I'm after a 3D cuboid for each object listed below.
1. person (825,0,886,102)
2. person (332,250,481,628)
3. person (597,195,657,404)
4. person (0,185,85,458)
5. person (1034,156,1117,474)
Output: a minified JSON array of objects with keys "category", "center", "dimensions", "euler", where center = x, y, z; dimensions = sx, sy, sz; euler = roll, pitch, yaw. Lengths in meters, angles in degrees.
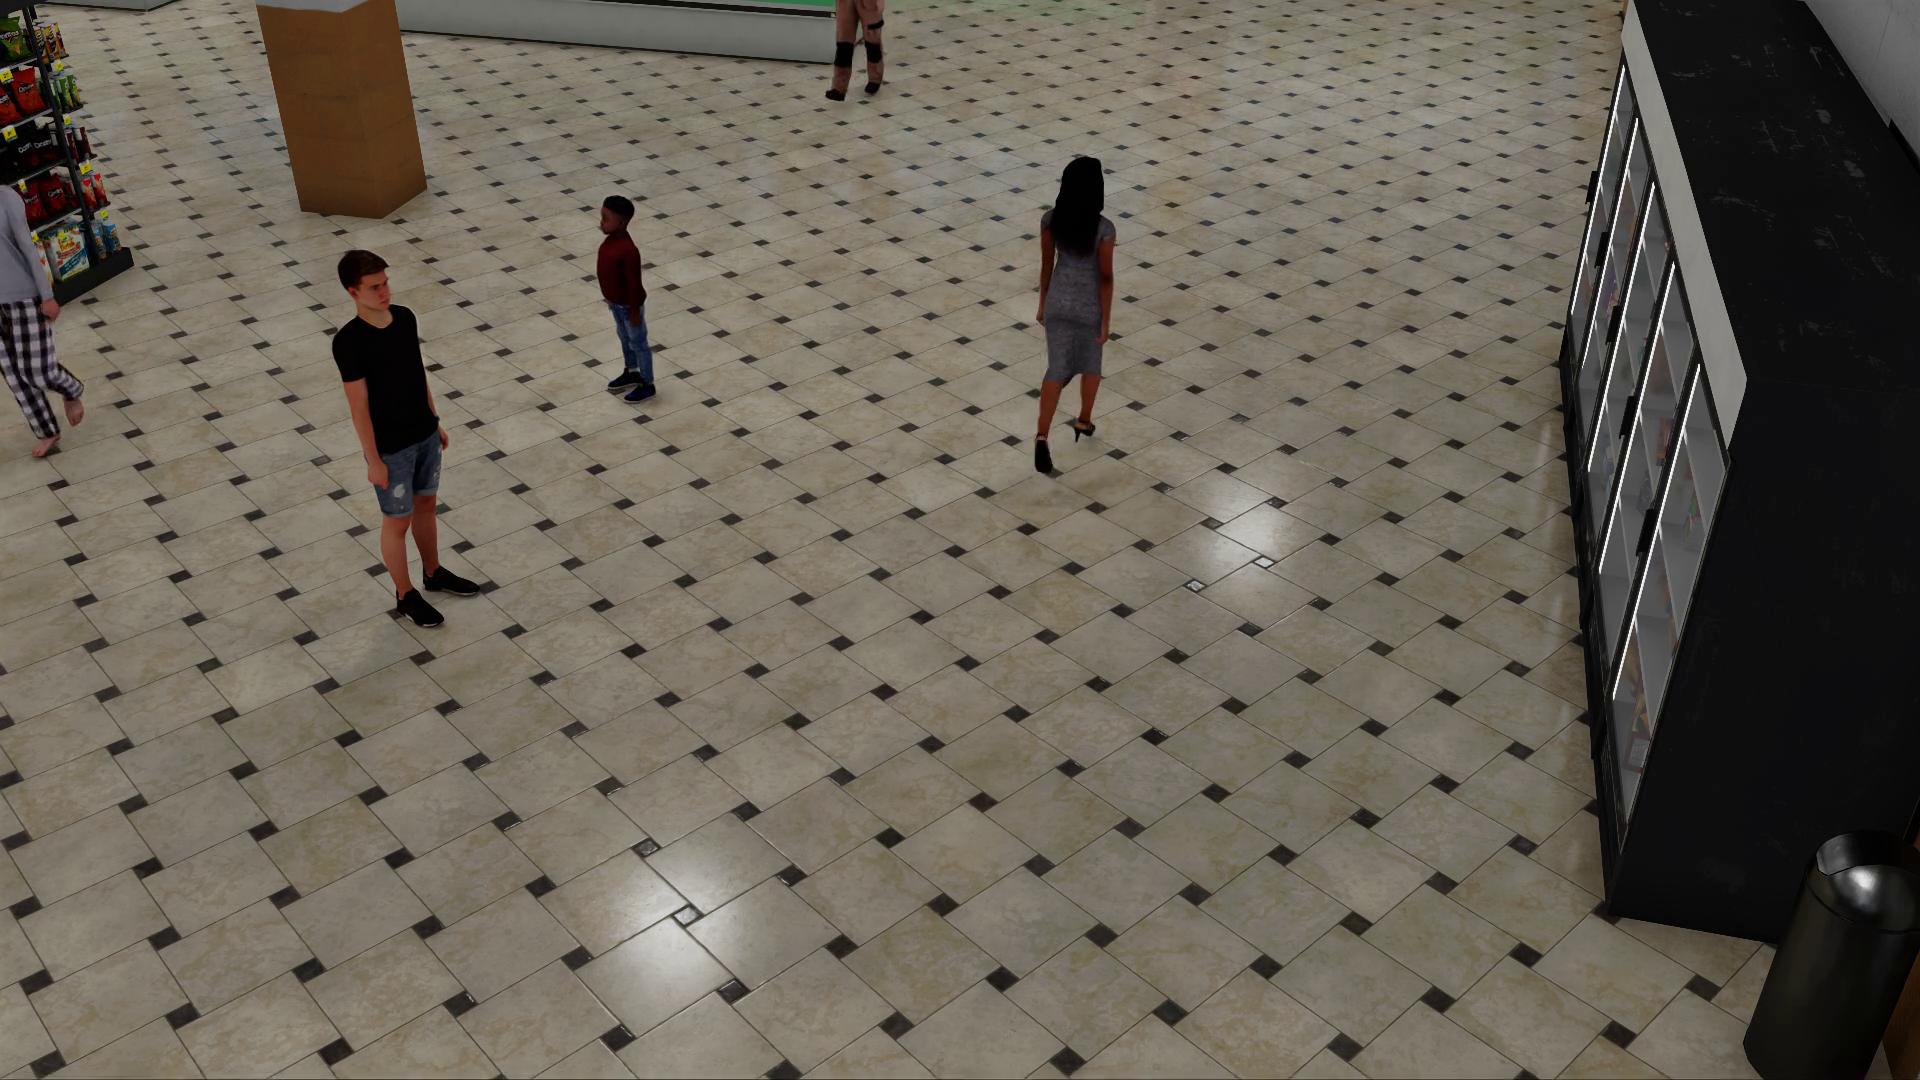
[{"category":"person","center":[-0.849,-4.891,14.912],"dimensions":[0.995,1.803,0.769],"euler":[10,33,15]},{"category":"person","center":[-2.637,-0.486,7.792],"dimensions":[0.589,1.847,0.676],"euler":[12,34,19]},{"category":"person","center":[-1.978,-1.451,9.905],"dimensions":[0.645,1.253,0.578],"euler":[-19,37,-28]},{"category":"person","center":[-5.243,-1.370,9.227],"dimensions":[0.774,1.832,0.820],"euler":[-2,32,-2]},{"category":"person","center":[0.588,-1.171,8.984],"dimensions":[1.022,1.750,0.721],"euler":[11,34,18]}]
